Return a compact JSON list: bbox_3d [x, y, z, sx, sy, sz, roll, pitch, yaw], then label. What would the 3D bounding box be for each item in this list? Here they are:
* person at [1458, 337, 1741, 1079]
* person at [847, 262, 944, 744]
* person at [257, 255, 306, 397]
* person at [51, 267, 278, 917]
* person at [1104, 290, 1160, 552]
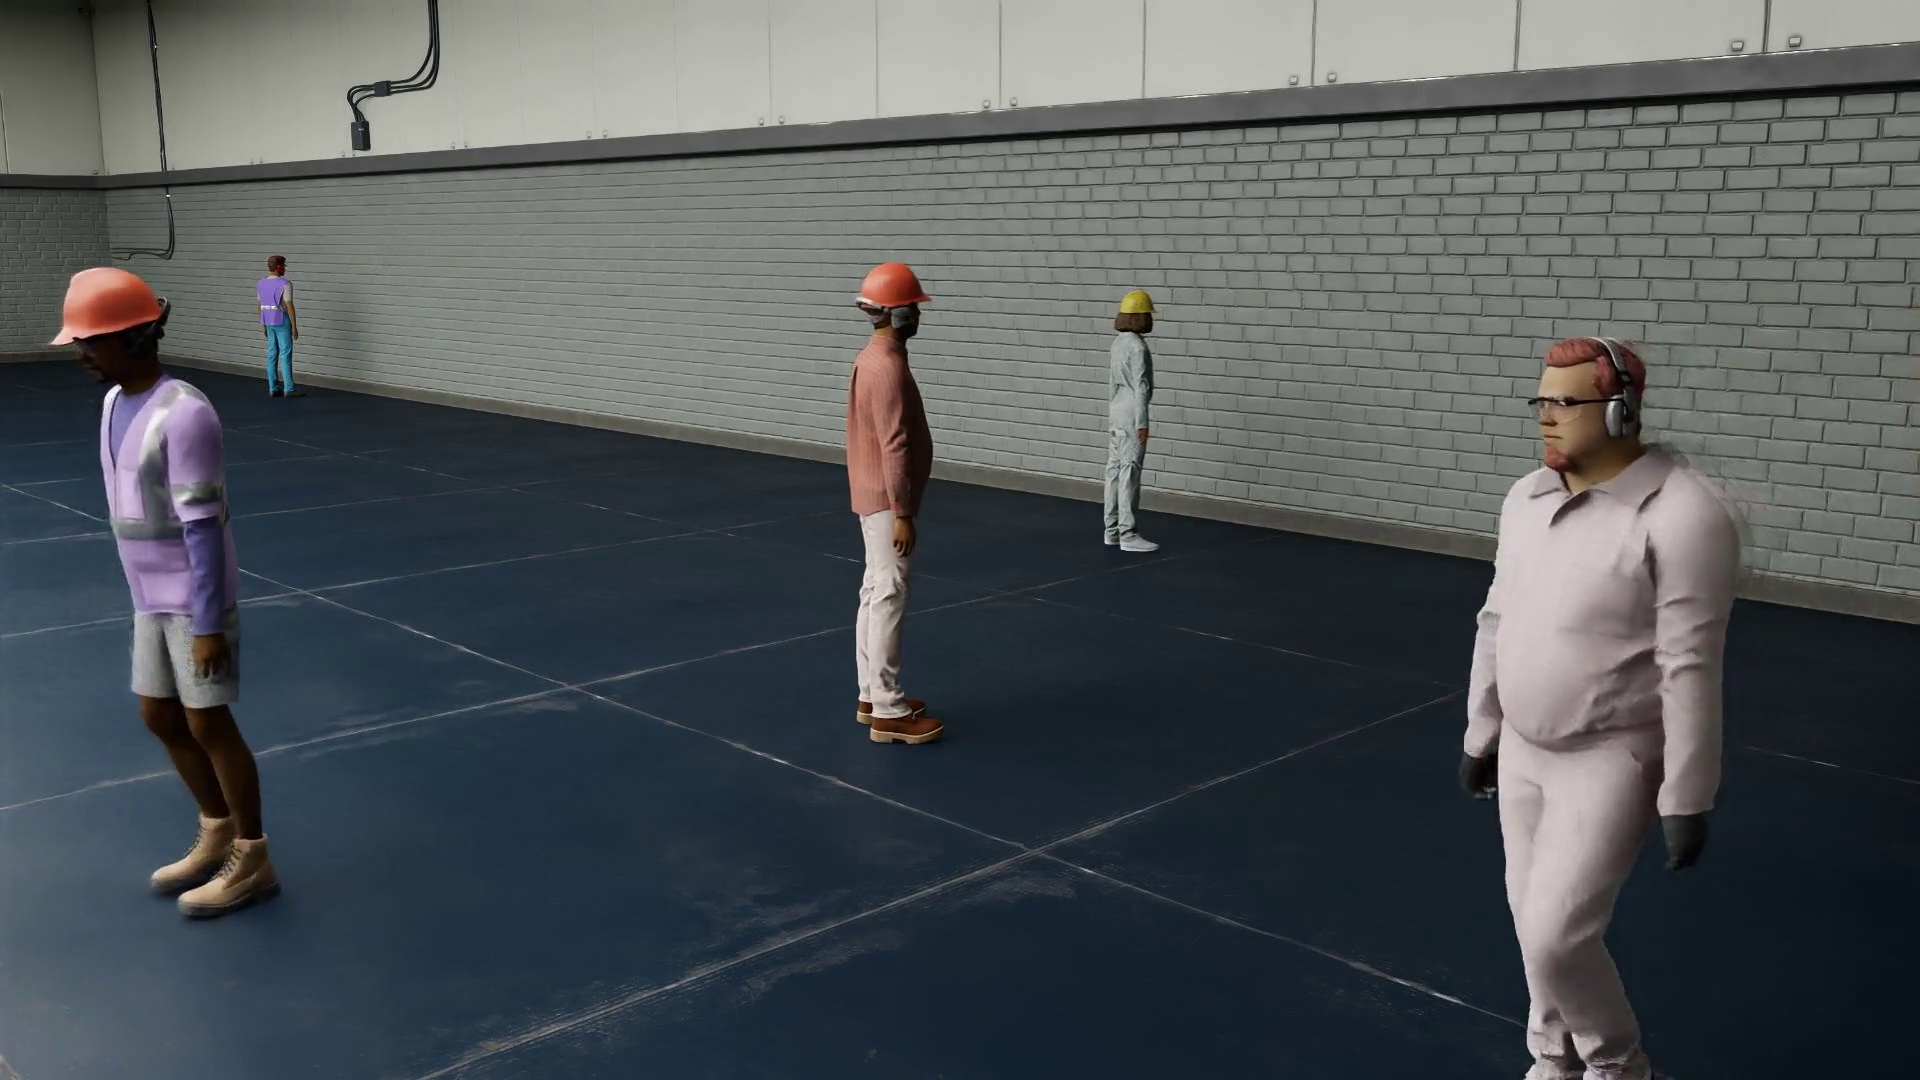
[{"bbox_3d":[1.374,0.490,3.764,0.441,1.887,0.668,-4,11,-19],"label":"person"},{"bbox_3d":[-0.286,-0.160,7.021,0.376,1.995,0.622,-2,11,-12],"label":"person"},{"bbox_3d":[-8.951,-2.800,21.835,0.575,1.840,0.375,5,11,23],"label":"person"},{"bbox_3d":[-2.463,0.174,5.150,0.627,2.017,0.490,9,14,40],"label":"person"},{"bbox_3d":[1.169,-0.809,11.253,0.315,1.743,0.487,-3,11,-17],"label":"person"}]
